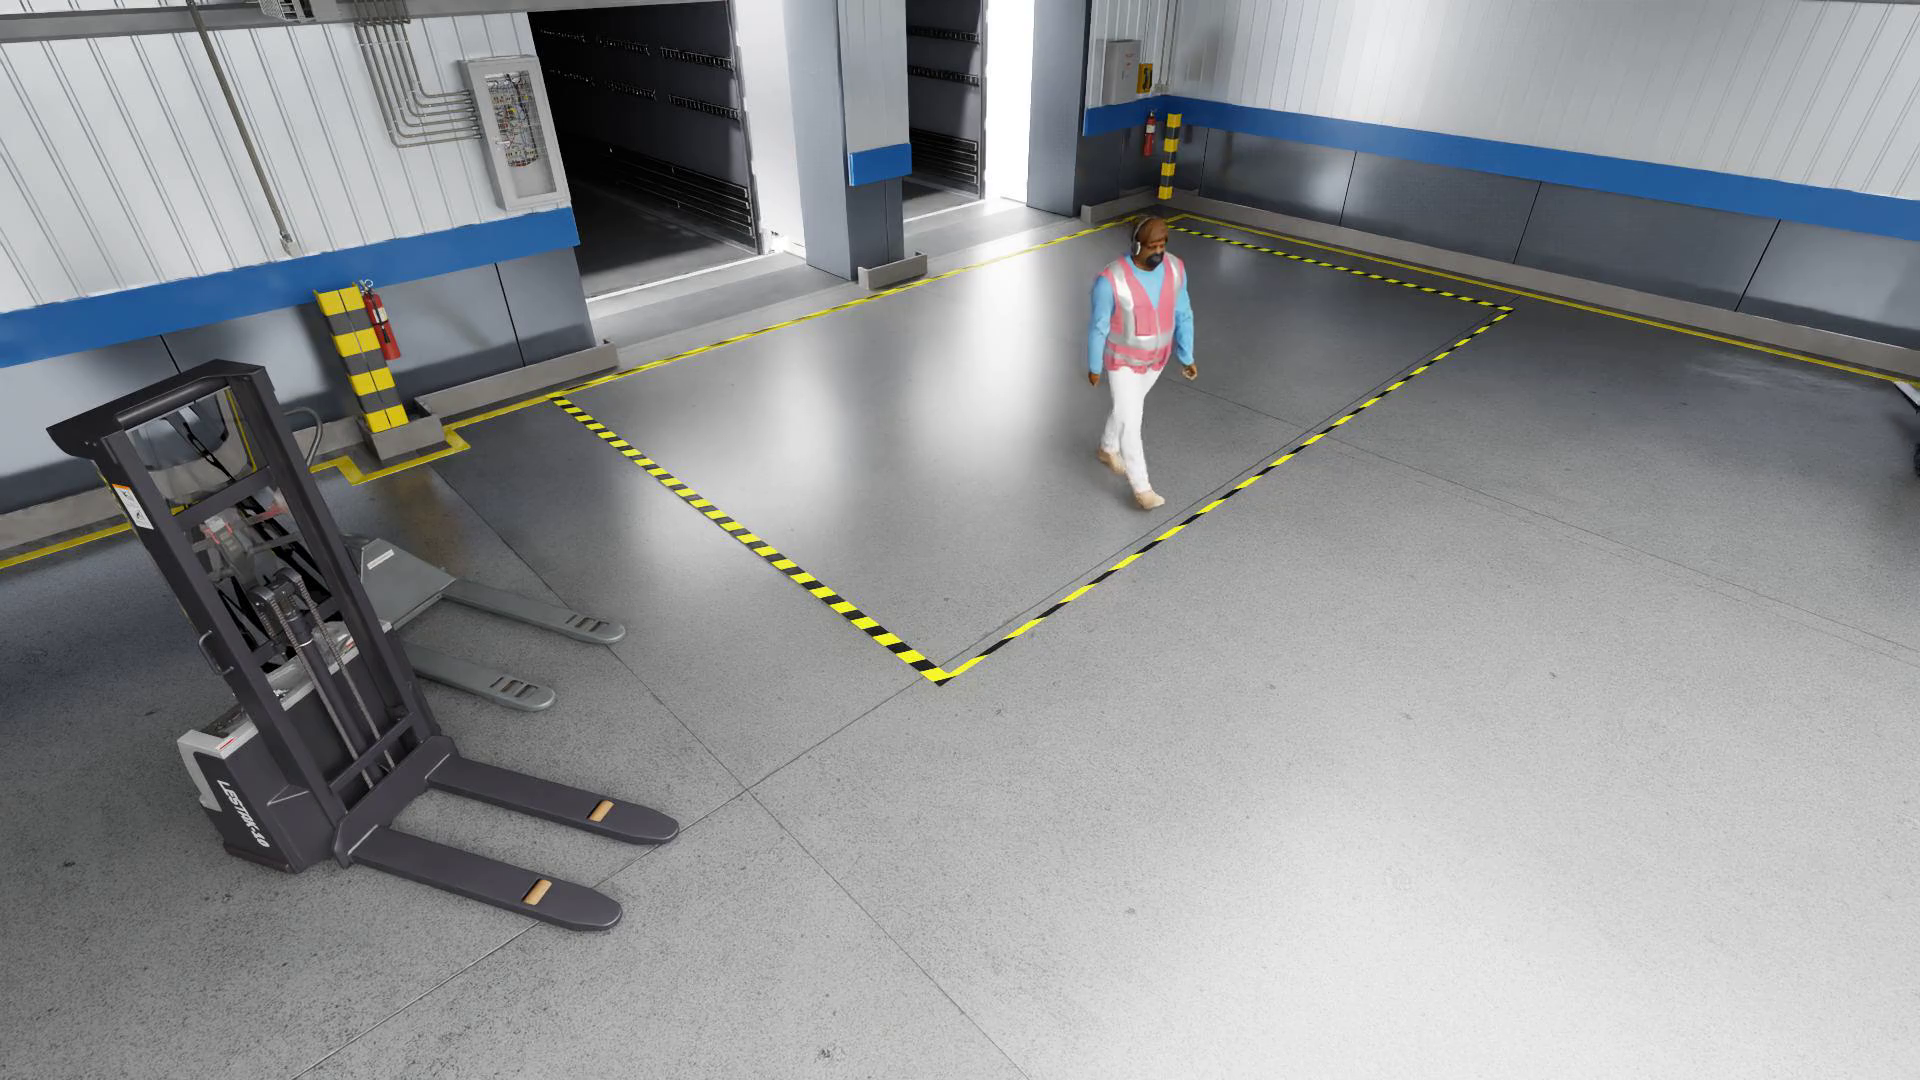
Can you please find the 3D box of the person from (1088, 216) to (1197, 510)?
[{"bbox_3d":[1.176,-1.101,5.762,0.645,1.798,0.918,-16,37,-21],"label":"person"}]

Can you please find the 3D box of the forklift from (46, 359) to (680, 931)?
[{"bbox_3d":[-2.135,0.422,3.354,1.885,1.965,0.823,10,35,14],"label":"forklift"}]

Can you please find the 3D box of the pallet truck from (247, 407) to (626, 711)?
[{"bbox_3d":[-2.628,0.038,4.590,1.601,1.201,0.680,12,36,18],"label":"pallet truck"}]
